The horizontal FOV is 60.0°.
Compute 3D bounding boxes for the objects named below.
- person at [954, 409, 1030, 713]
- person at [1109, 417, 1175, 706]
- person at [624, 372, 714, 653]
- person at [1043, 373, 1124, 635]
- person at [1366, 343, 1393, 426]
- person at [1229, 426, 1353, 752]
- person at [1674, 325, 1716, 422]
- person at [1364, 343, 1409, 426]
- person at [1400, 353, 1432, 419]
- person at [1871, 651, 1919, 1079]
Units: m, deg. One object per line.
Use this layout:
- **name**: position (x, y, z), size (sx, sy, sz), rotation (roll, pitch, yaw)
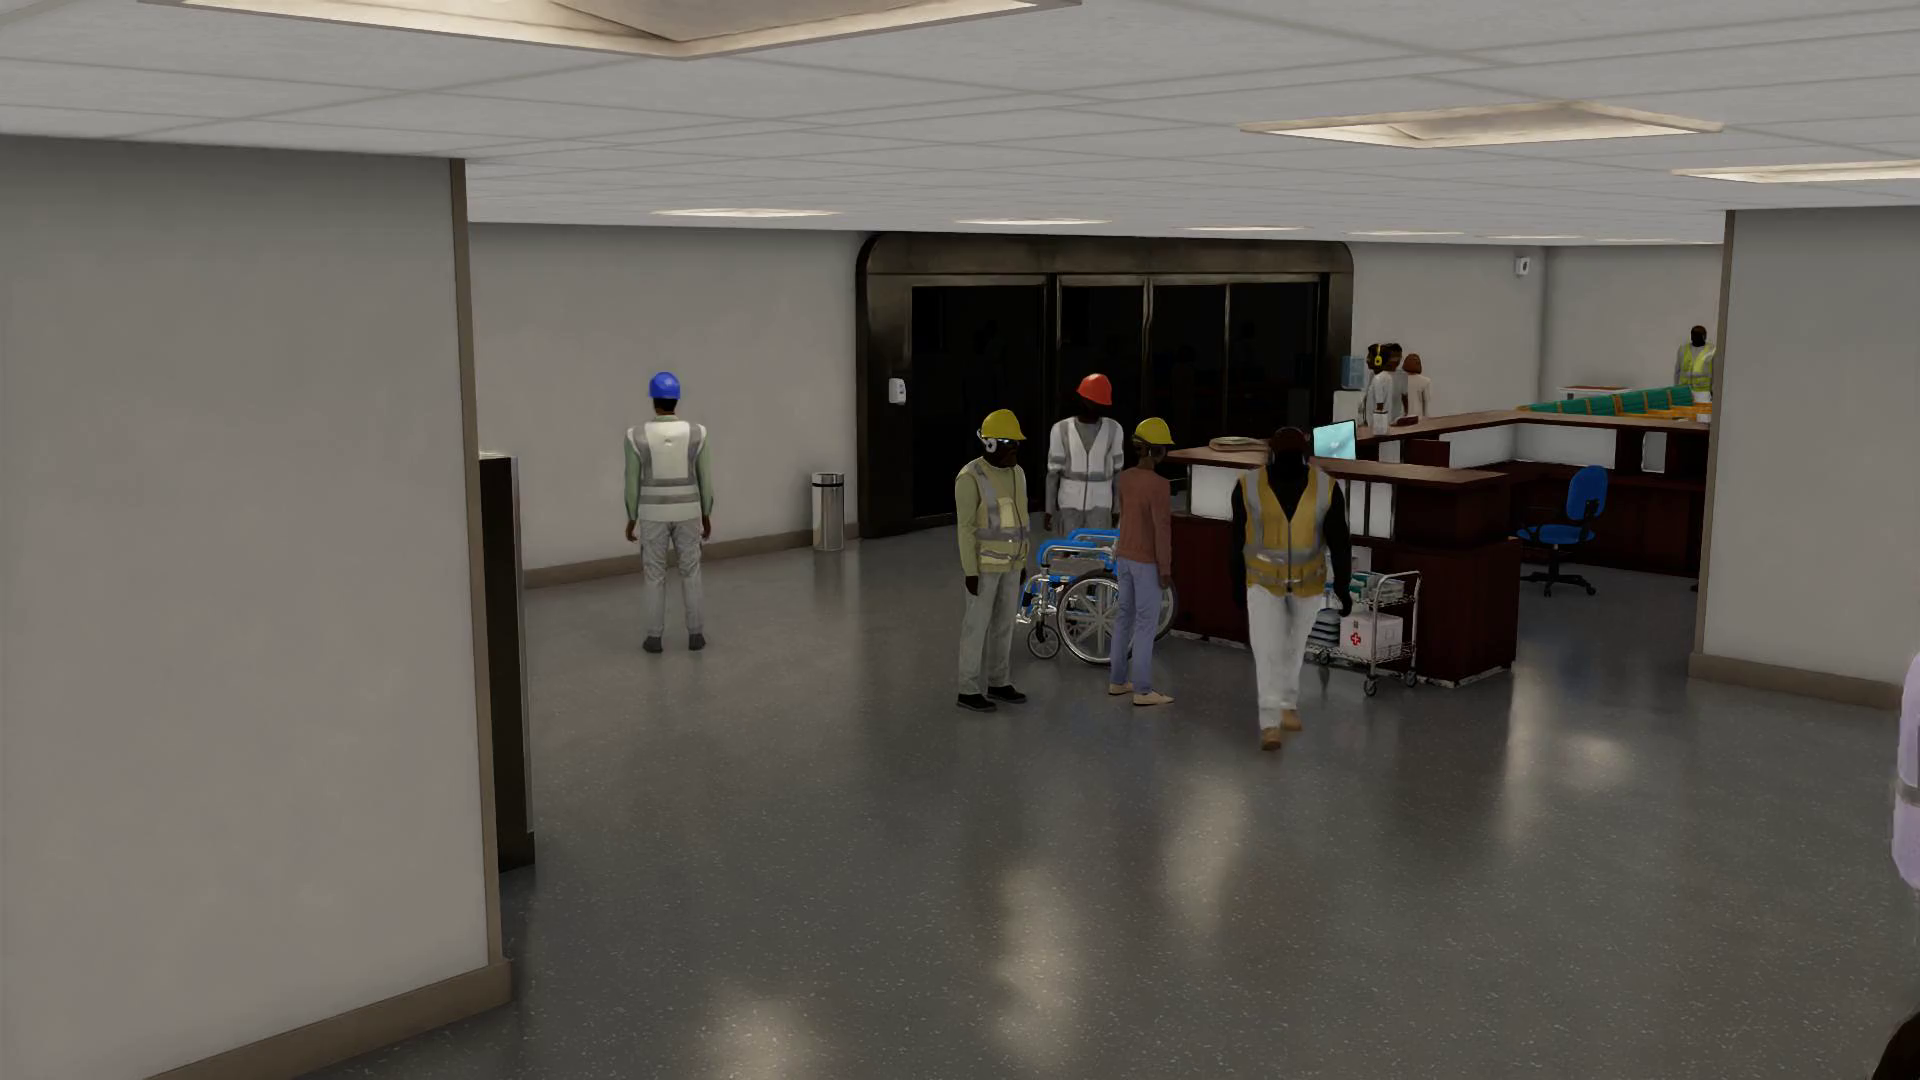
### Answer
- **person**: position (0.220, 0.125, 10.026), size (0.403, 1.827, 0.591), rotation (8, 12, 40)
- **person**: position (1.145, 0.127, 10.207), size (0.349, 1.758, 0.522), rotation (-4, 10, -25)
- **person**: position (-2.016, -0.186, 11.537), size (0.619, 1.943, 0.406), rotation (-3, 10, -16)
- **person**: position (0.892, -0.258, 12.088), size (0.585, 1.914, 0.463), rotation (1, 9, 4)
- **person**: position (4.407, -1.145, 17.642), size (0.329, 1.874, 0.507), rotation (4, 10, 21)
- **person**: position (1.834, 0.266, 9.240), size (0.651, 1.782, 0.964), rotation (1, 9, 4)
- **person**: position (10.687, -2.194, 24.175), size (0.624, 1.844, 0.430), rotation (8, 12, 40)
- **person**: position (4.940, -1.380, 19.299), size (0.529, 1.819, 0.976), rotation (-3, 10, -19)
- **person**: position (5.490, -1.457, 20.294), size (0.500, 1.633, 0.280), rotation (4, 10, 21)
- **person**: position (2.830, 0.936, 4.719), size (0.537, 1.927, 0.563), rotation (4, 10, 21)
